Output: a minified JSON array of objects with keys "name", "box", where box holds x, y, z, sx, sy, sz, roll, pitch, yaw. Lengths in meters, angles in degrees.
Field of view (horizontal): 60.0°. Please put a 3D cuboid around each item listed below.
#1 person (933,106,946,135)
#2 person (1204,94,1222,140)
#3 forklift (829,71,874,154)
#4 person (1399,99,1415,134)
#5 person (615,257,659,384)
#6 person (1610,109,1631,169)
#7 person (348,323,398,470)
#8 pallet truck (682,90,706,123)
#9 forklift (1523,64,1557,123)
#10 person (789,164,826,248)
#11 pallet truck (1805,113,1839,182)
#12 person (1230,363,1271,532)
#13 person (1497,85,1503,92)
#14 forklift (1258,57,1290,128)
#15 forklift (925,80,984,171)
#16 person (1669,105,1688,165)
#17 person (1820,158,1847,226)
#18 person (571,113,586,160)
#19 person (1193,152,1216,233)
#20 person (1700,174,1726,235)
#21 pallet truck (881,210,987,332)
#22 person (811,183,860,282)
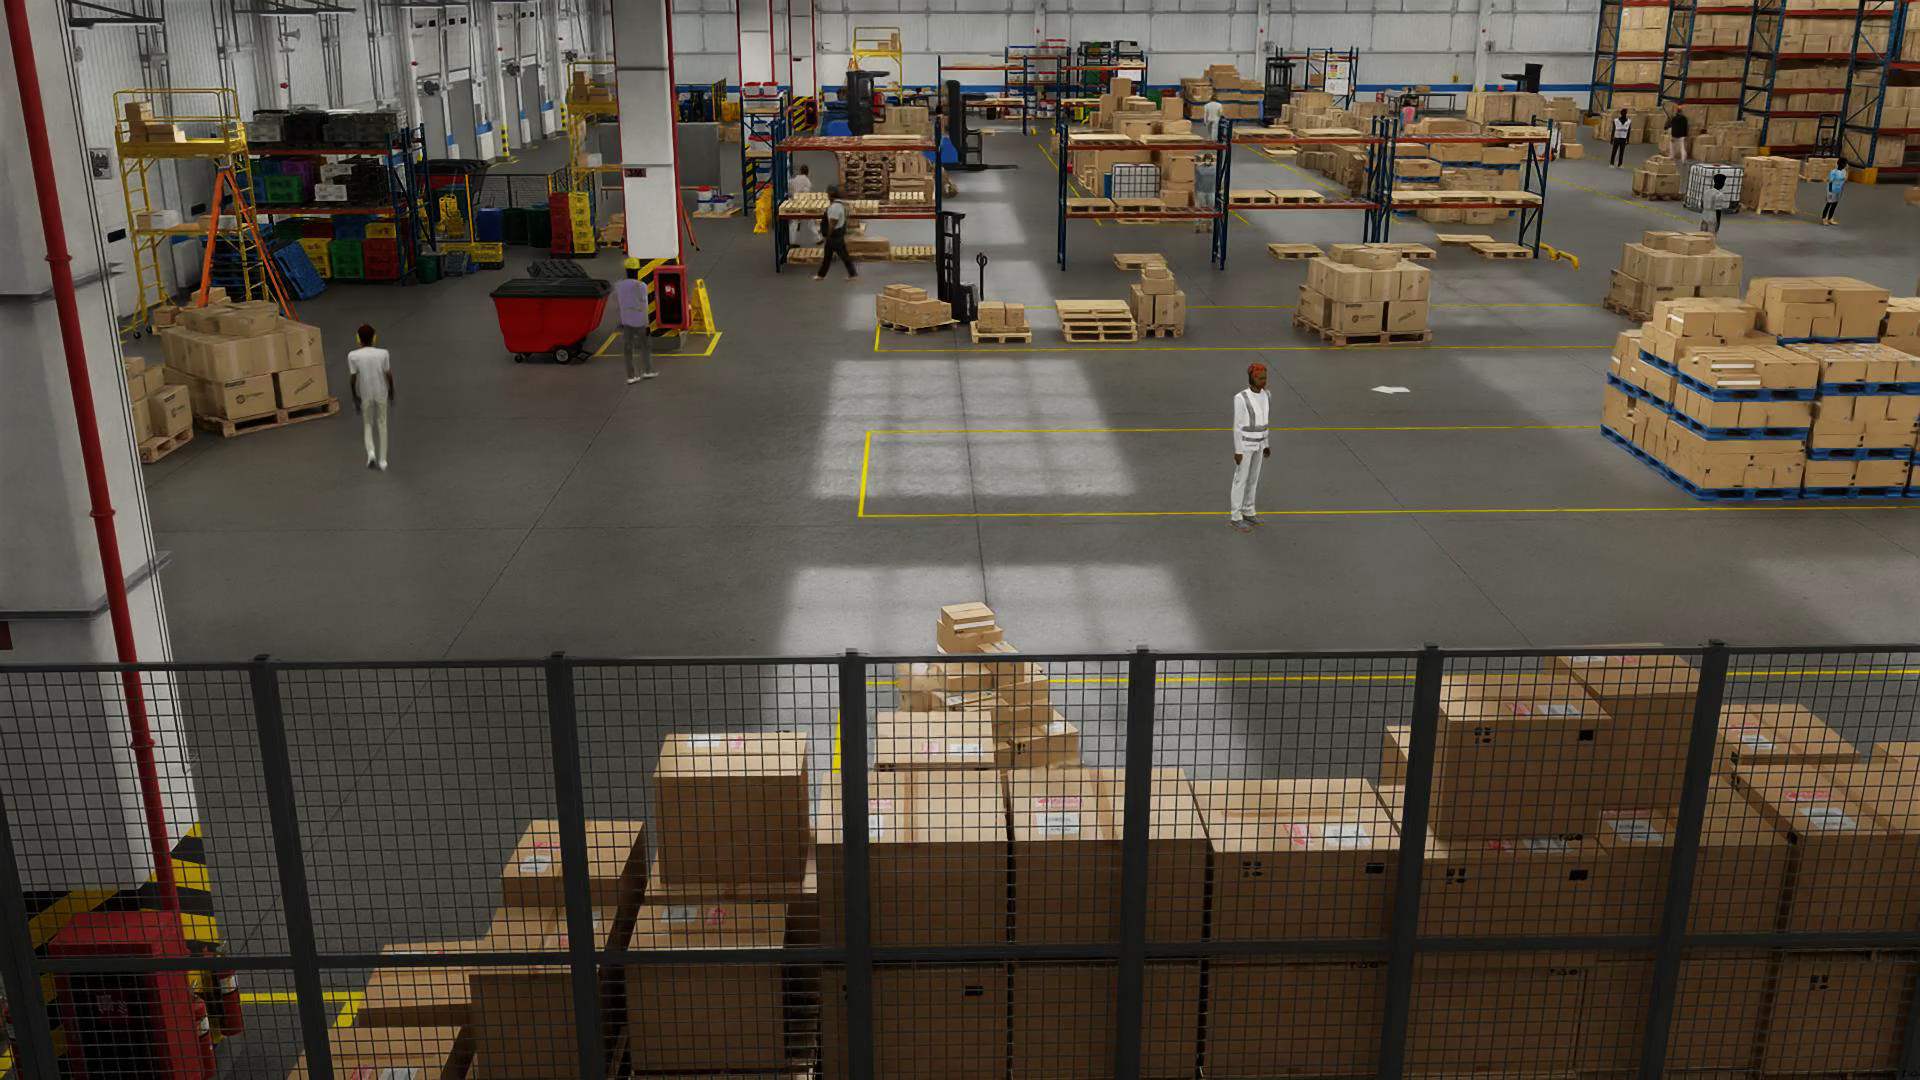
[{"name":"person","box":[-0.676,-14.419,58.538,0.846,1.659,0.530,18,25,42]},{"name":"person","box":[9.244,-15.330,60.859,0.636,1.903,0.997,4,19,11]},{"name":"forklift","box":[-3.629,-15.158,58.838,1.873,2.768,1.129,9,21,25]},{"name":"person","box":[16.025,-14.871,59.626,0.621,1.819,0.839,-6,19,-17]},{"name":"person","box":[-4.907,-3.360,25.335,0.622,1.900,0.751,7,20,21]},{"name":"person","box":[21.461,-13.053,54.089,0.592,1.912,0.383,2,19,6]},{"name":"person","box":[-7.300,-1.794,20.774,0.522,1.855,0.401,-5,19,-14]},{"name":"pallet truck","box":[-9.671,-15.907,62.421,0.823,1.965,1.885,5,19,15]},{"name":"forklift","box":[21.841,-16.790,63.680,1.873,2.768,1.129,0,19,-1]},{"name":"person","box":[-3.555,-7.646,38.089,1.005,1.885,0.643,-16,24,-39]},{"name":"pallet truck","box":[26.403,-11.957,50.702,0.823,1.965,1.885,6,19,16]},{"name":"person","box":[3.243,-1.039,18.490,0.573,1.883,0.354,-17,25,-41]},{"name":"person","box":[21.452,-17.132,66.188,0.549,1.918,0.757,9,21,25]},{"name":"forklift","box":[13.132,-18.622,69.114,1.129,2.768,1.873,-1,19,-1]},{"name":"forklift","box":[-0.204,-13.247,53.168,1.873,2.768,1.129,-1,19,-3]},{"name":"person","box":[23.867,-13.399,55.080,0.637,1.950,0.838,-4,19,-11]},{"name":"person","box":[21.848,-8.693,41.511,0.533,1.686,0.335,-8,20,-24]},{"name":"person","box":[-12.732,-13.562,55.614,0.599,1.894,0.848,1,19,4]},{"name":"person","box":[5.955,-8.392,40.219,0.635,1.936,0.353,-1,19,-2]},{"name":"person","box":[16.136,-6.874,35.699,0.377,1.956,0.606,-3,19,-10]},{"name":"pallet truck","box":[-0.493,-4.759,29.349,1.885,1.965,0.823,-13,23,-34]},{"name":"person","box":[-2.515,-6.253,33.714,1.008,2.000,0.692,-1,19,-2]}]
